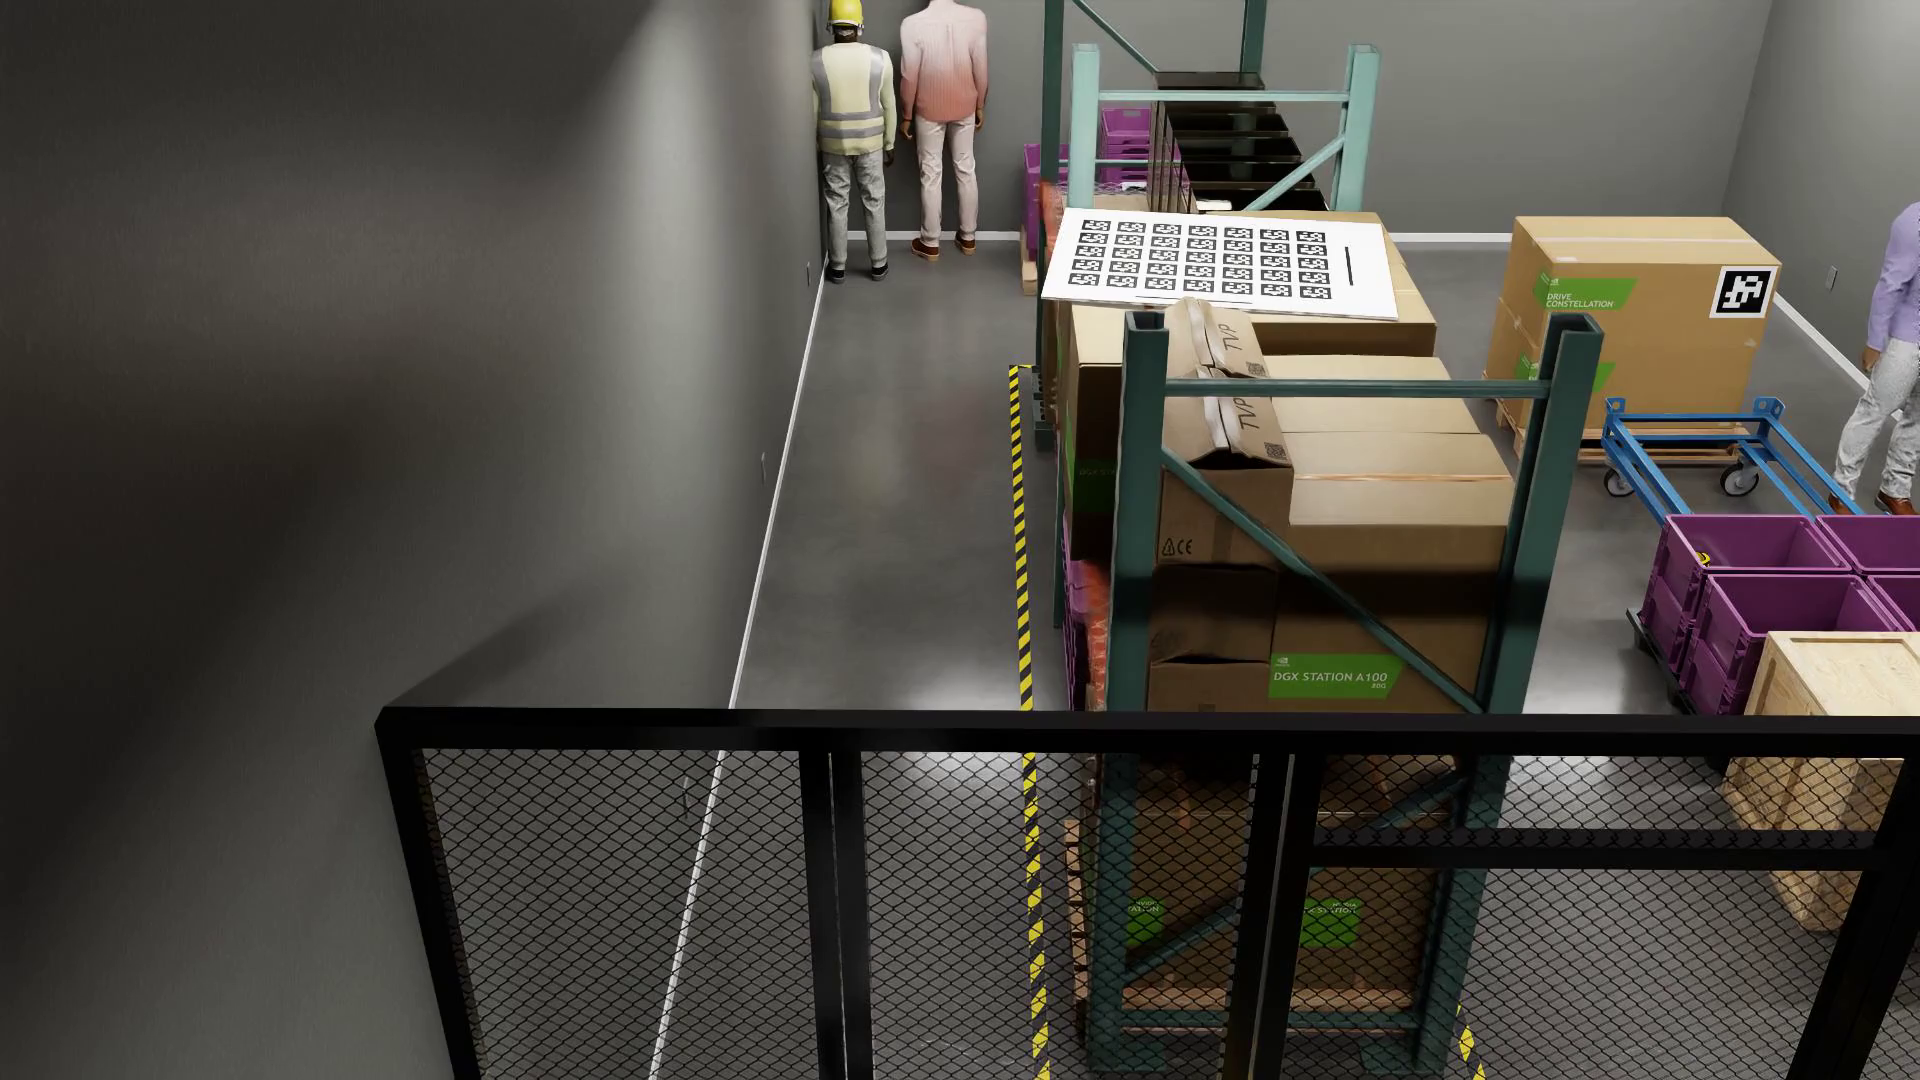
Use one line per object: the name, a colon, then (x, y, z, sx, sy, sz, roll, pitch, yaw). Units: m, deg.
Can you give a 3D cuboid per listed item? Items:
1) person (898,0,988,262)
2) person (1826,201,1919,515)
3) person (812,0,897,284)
person: (-0.114, -2.812, 10.831, 0.611, 1.996, 0.379, -12, 33, -19)
person: (4.539, -0.939, 7.775, 0.630, 1.938, 0.366, 0, 31, 0)
person: (-0.692, -2.521, 10.503, 0.588, 1.834, 0.403, -4, 31, -6)
